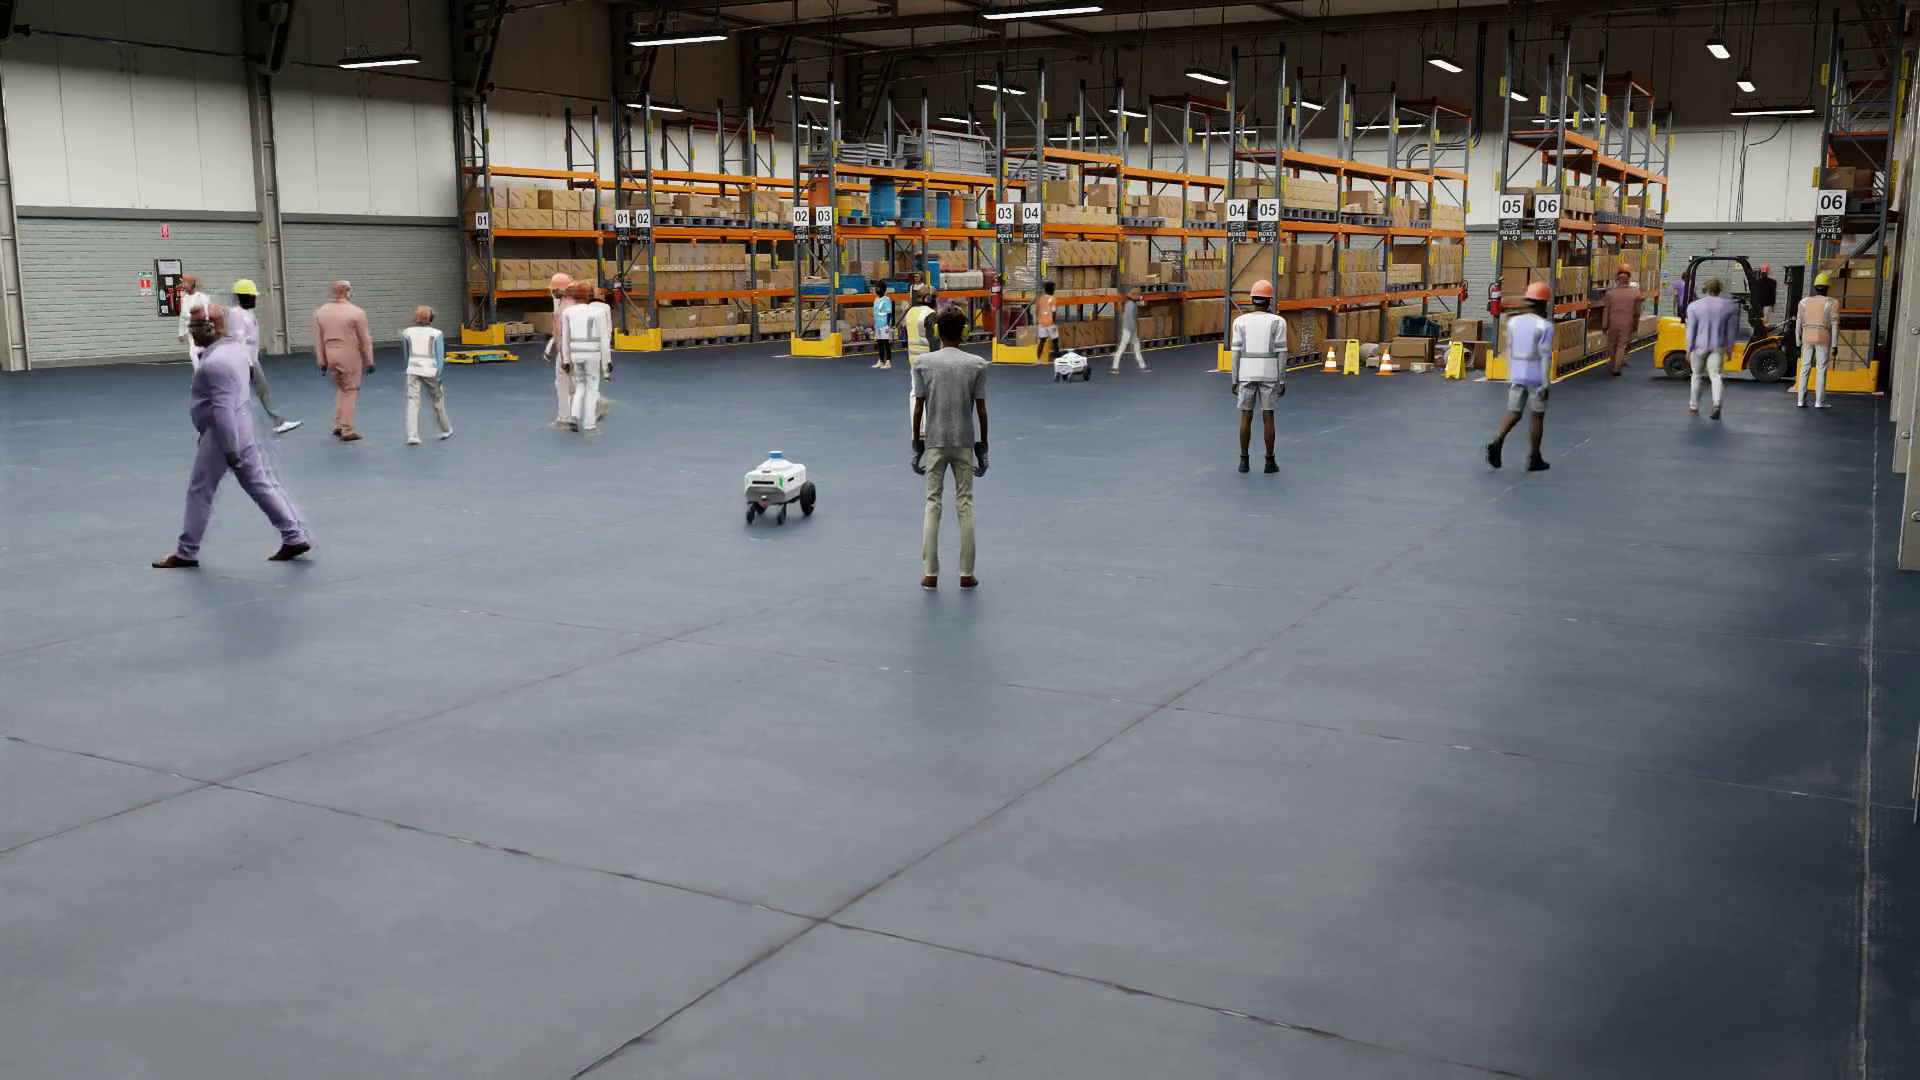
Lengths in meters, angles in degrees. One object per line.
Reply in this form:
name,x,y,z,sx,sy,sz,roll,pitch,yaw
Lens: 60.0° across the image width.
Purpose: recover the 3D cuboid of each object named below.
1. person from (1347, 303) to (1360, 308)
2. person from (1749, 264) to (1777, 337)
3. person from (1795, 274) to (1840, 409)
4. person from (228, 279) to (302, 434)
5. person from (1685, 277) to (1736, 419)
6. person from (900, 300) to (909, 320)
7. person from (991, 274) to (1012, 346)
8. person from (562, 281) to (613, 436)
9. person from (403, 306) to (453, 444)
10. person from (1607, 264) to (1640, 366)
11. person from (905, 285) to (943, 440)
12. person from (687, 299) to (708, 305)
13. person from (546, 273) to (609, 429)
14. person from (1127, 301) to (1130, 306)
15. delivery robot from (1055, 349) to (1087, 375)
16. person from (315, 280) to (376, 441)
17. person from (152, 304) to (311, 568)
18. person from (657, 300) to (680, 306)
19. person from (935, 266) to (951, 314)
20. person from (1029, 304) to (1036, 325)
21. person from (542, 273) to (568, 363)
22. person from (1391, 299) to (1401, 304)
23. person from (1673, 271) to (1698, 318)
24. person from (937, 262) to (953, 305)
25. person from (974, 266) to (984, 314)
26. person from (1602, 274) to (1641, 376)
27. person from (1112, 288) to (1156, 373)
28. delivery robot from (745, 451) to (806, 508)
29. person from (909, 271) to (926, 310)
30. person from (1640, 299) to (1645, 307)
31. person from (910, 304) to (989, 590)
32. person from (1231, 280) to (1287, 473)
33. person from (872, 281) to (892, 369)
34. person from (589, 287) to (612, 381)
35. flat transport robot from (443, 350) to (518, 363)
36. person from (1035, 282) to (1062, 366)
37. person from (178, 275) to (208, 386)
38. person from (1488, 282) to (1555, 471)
person,10.527,-6.427,44.844,0.672,1.915,0.854,7,12,36
person,19.812,-5.816,41.105,0.618,1.973,0.675,7,12,35
person,12.291,-2.844,23.828,0.377,1.922,0.595,-8,12,-39
person,-8.500,-2.184,20.058,0.947,1.879,0.618,-1,10,-3
person,10.110,-2.587,22.407,0.642,1.909,0.952,2,10,11
person,-1.372,-5.952,42.910,0.552,1.617,0.512,8,12,38
person,1.024,-5.543,40.137,0.552,1.736,0.740,4,11,23
person,-4.512,-2.188,20.158,0.592,1.874,0.409,4,10,20
person,-6.250,-1.927,19.432,0.522,1.589,0.853,1,10,3
person,12.955,-4.374,32.498,0.646,2.020,0.720,6,11,30
person,-0.391,-2.076,19.595,0.429,1.838,0.620,-6,11,-31
person,-6.735,-5.992,42.528,0.600,1.830,0.403,5,11,25
person,-4.866,-2.375,20.958,0.696,1.970,0.616,1,10,4
person,4.575,-6.262,44.502,0.366,1.697,0.672,2,10,10
delivery robot,1.928,-3.071,28.888,0.477,0.478,0.707,5,11,27
person,-7.242,-2.121,19.720,0.641,1.887,0.575,4,10,21
person,-5.140,-0.730,11.694,1.021,1.858,0.632,-1,10,-8
person,-7.320,-5.836,41.486,0.660,1.879,0.750,3,10,17
person,-0.460,-6.430,44.875,0.552,1.918,0.595,-9,13,-42
person,1.946,-5.550,40.023,0.586,1.807,0.843,1,10,6
person,-8.204,-4.541,34.047,0.516,1.837,0.873,6,11,32
person,11.679,-6.424,45.092,0.520,1.830,0.958,6,11,31
person,18.023,-5.779,41.346,0.566,1.819,0.813,5,11,25
person,-0.464,-6.987,47.876,0.618,2.014,0.964,5,11,26
person,0.665,-7.891,53.281,0.734,1.965,0.647,6,11,32
person,12.114,-3.938,30.464,0.632,1.846,1.046,5,11,29
person,3.219,-3.875,30.833,0.853,1.579,0.510,2,10,13
delivery robot,-1.527,-0.494,13.800,0.477,0.478,0.707,2,10,11
person,-0.931,-5.182,37.749,0.520,1.844,0.331,5,11,28
person,17.863,-6.196,43.757,0.723,1.824,0.633,5,11,28
person,-0.069,-0.596,10.866,0.517,1.865,0.312,0,10,0
person,3.010,-1.642,16.753,0.550,1.935,0.376,3,10,16
person,-1.503,-4.134,32.046,0.317,1.695,0.540,-6,11,-32
person,-6.305,-3.566,28.906,0.504,1.632,0.269,-1,10,-6
flat transport robot,-9.841,-3.767,34.070,0.652,0.197,1.431,7,12,36
person,1.791,-4.284,33.001,0.716,1.665,0.548,-7,12,-36
person,-12.518,-3.377,27.103,0.619,1.864,0.581,5,11,29
person,5.694,-1.630,16.731,0.735,1.920,0.556,-7,12,-35
